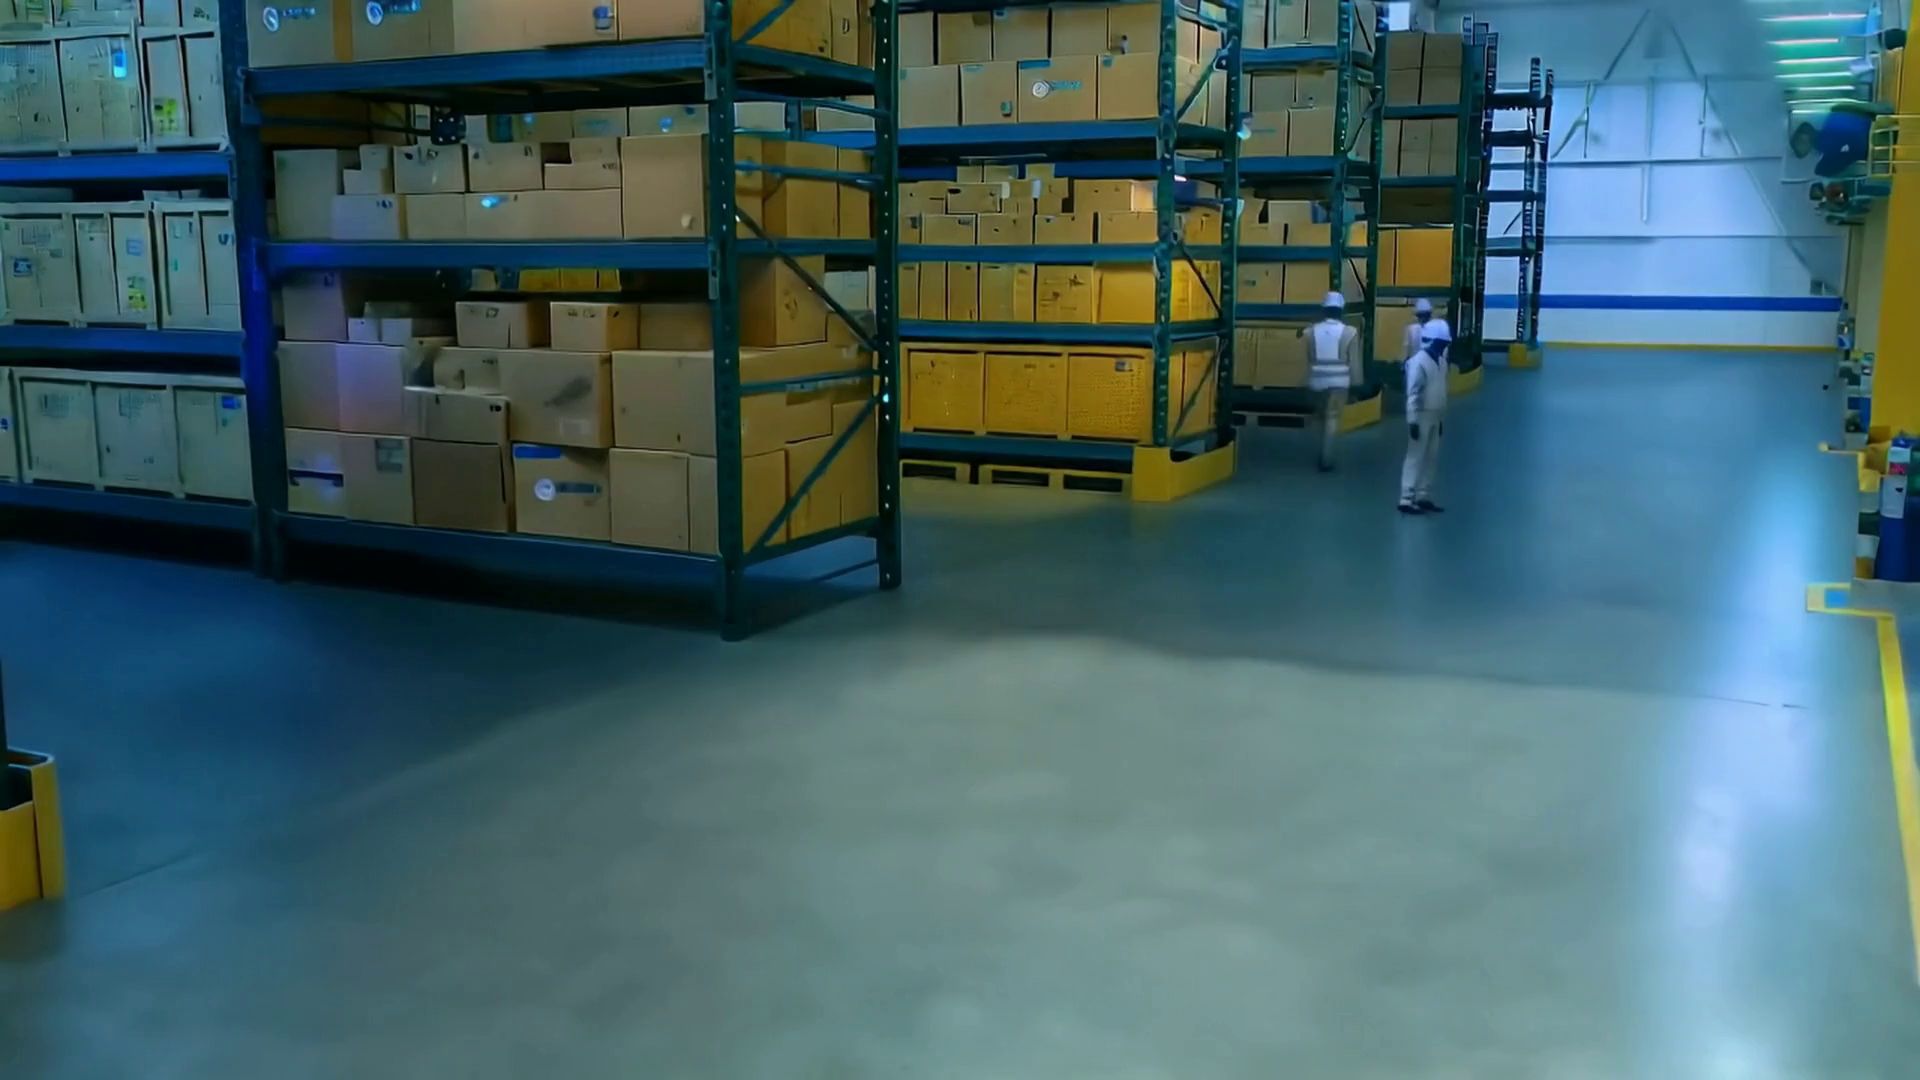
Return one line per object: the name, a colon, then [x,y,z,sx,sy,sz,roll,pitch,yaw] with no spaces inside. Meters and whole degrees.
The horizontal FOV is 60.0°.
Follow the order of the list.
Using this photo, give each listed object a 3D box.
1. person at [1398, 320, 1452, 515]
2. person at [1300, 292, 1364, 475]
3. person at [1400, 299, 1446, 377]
person: [4.194,-1.094,14.880,0.573,1.743,0.350,-9,13,-41]
person: [3.996,-1.670,17.699,0.635,1.910,0.868,6,12,32]
person: [5.984,-2.247,21.565,0.545,1.723,0.861,5,11,27]
